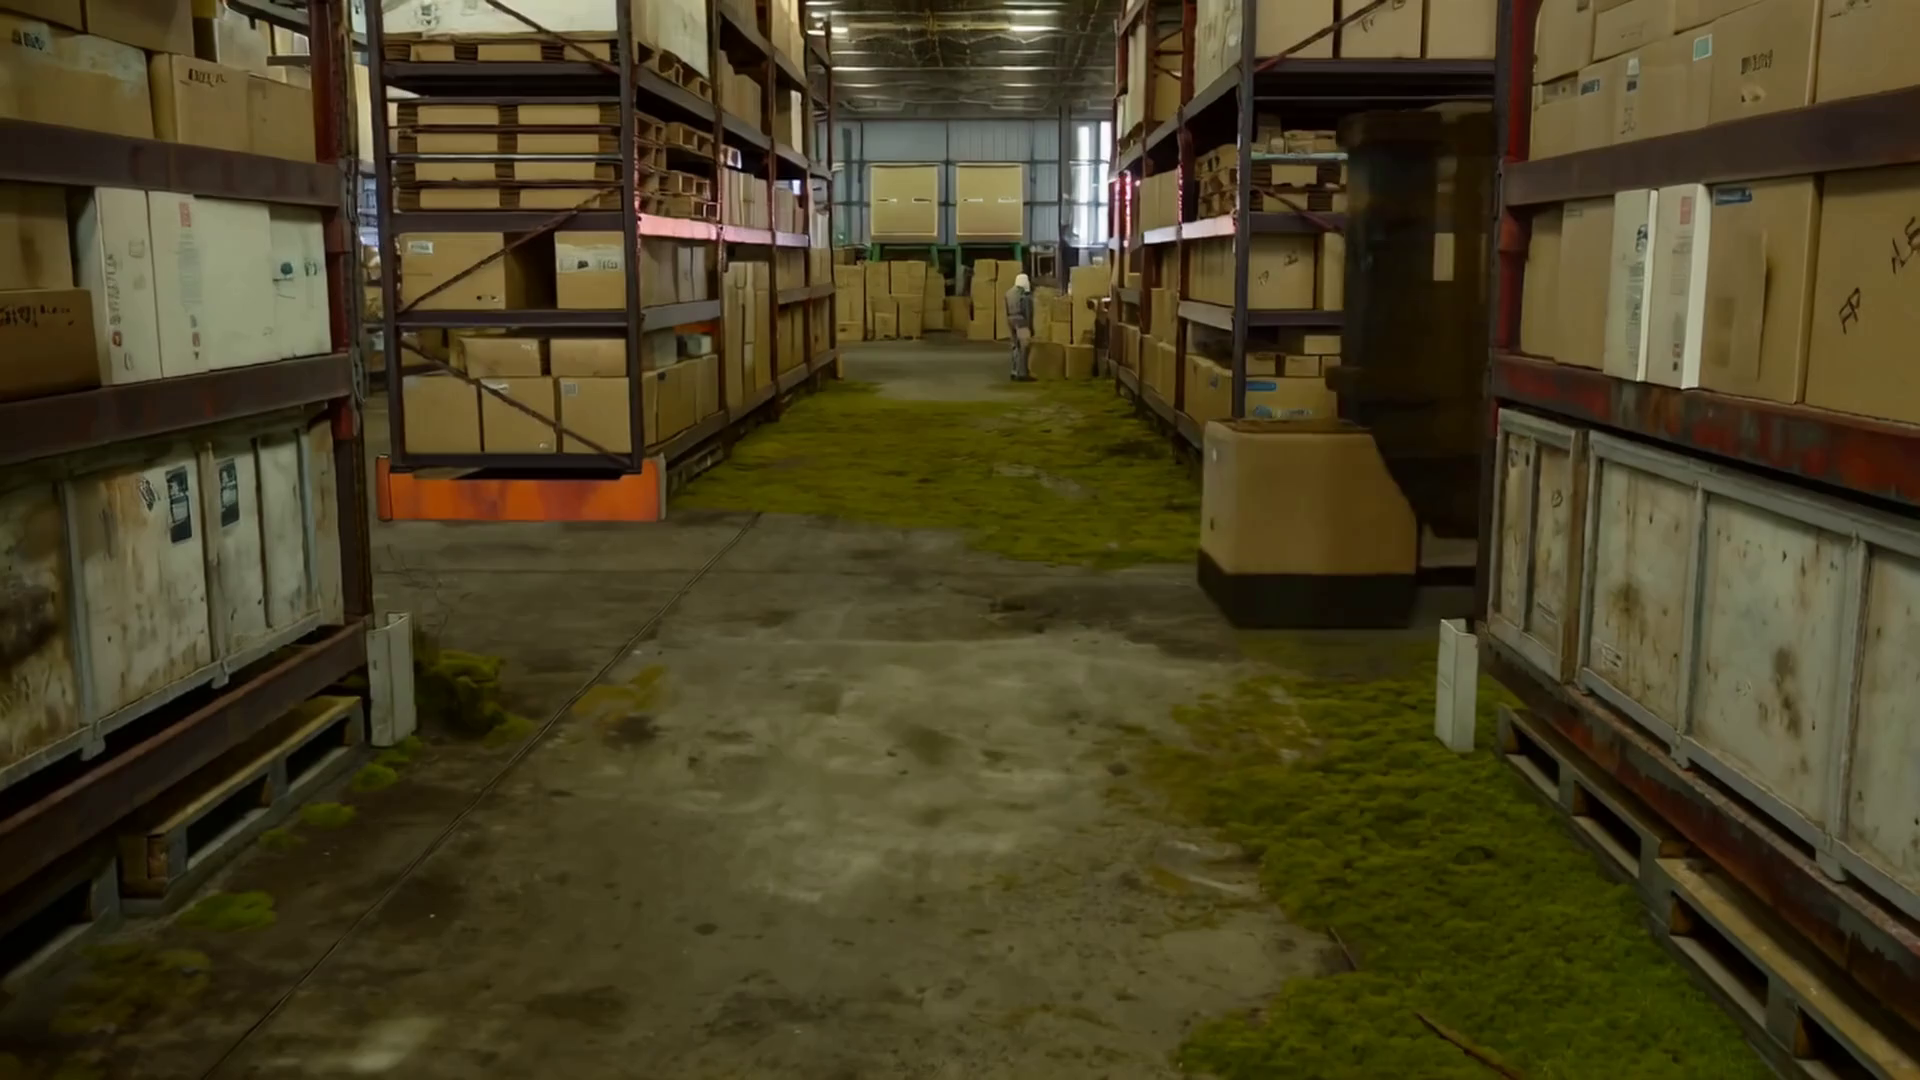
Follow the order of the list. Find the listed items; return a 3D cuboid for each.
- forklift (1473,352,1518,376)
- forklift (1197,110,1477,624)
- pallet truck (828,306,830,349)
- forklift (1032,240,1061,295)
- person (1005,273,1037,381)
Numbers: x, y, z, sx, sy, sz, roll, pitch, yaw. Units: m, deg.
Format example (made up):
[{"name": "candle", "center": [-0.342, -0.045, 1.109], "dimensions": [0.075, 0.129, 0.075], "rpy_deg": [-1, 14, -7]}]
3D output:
[{"name": "forklift", "center": [6.877, -3.330, 23.510], "dimensions": [1.873, 2.768, 1.129], "rpy_deg": [-4, 10, -20]}, {"name": "forklift", "center": [2.383, -0.989, 9.485], "dimensions": [1.873, 2.768, 1.129], "rpy_deg": [0, 9, 0]}, {"name": "pallet truck", "center": [-3.100, -3.940, 29.800], "dimensions": [1.885, 1.965, 0.823], "rpy_deg": [3, 10, 19]}, {"name": "forklift", "center": [3.172, -9.648, 61.356], "dimensions": [1.129, 2.768, 1.873], "rpy_deg": [0, 9, 1]}, {"name": "person", "center": [1.057, -3.646, 28.510], "dimensions": [0.429, 1.844, 0.627], "rpy_deg": [-7, 12, -37]}]
